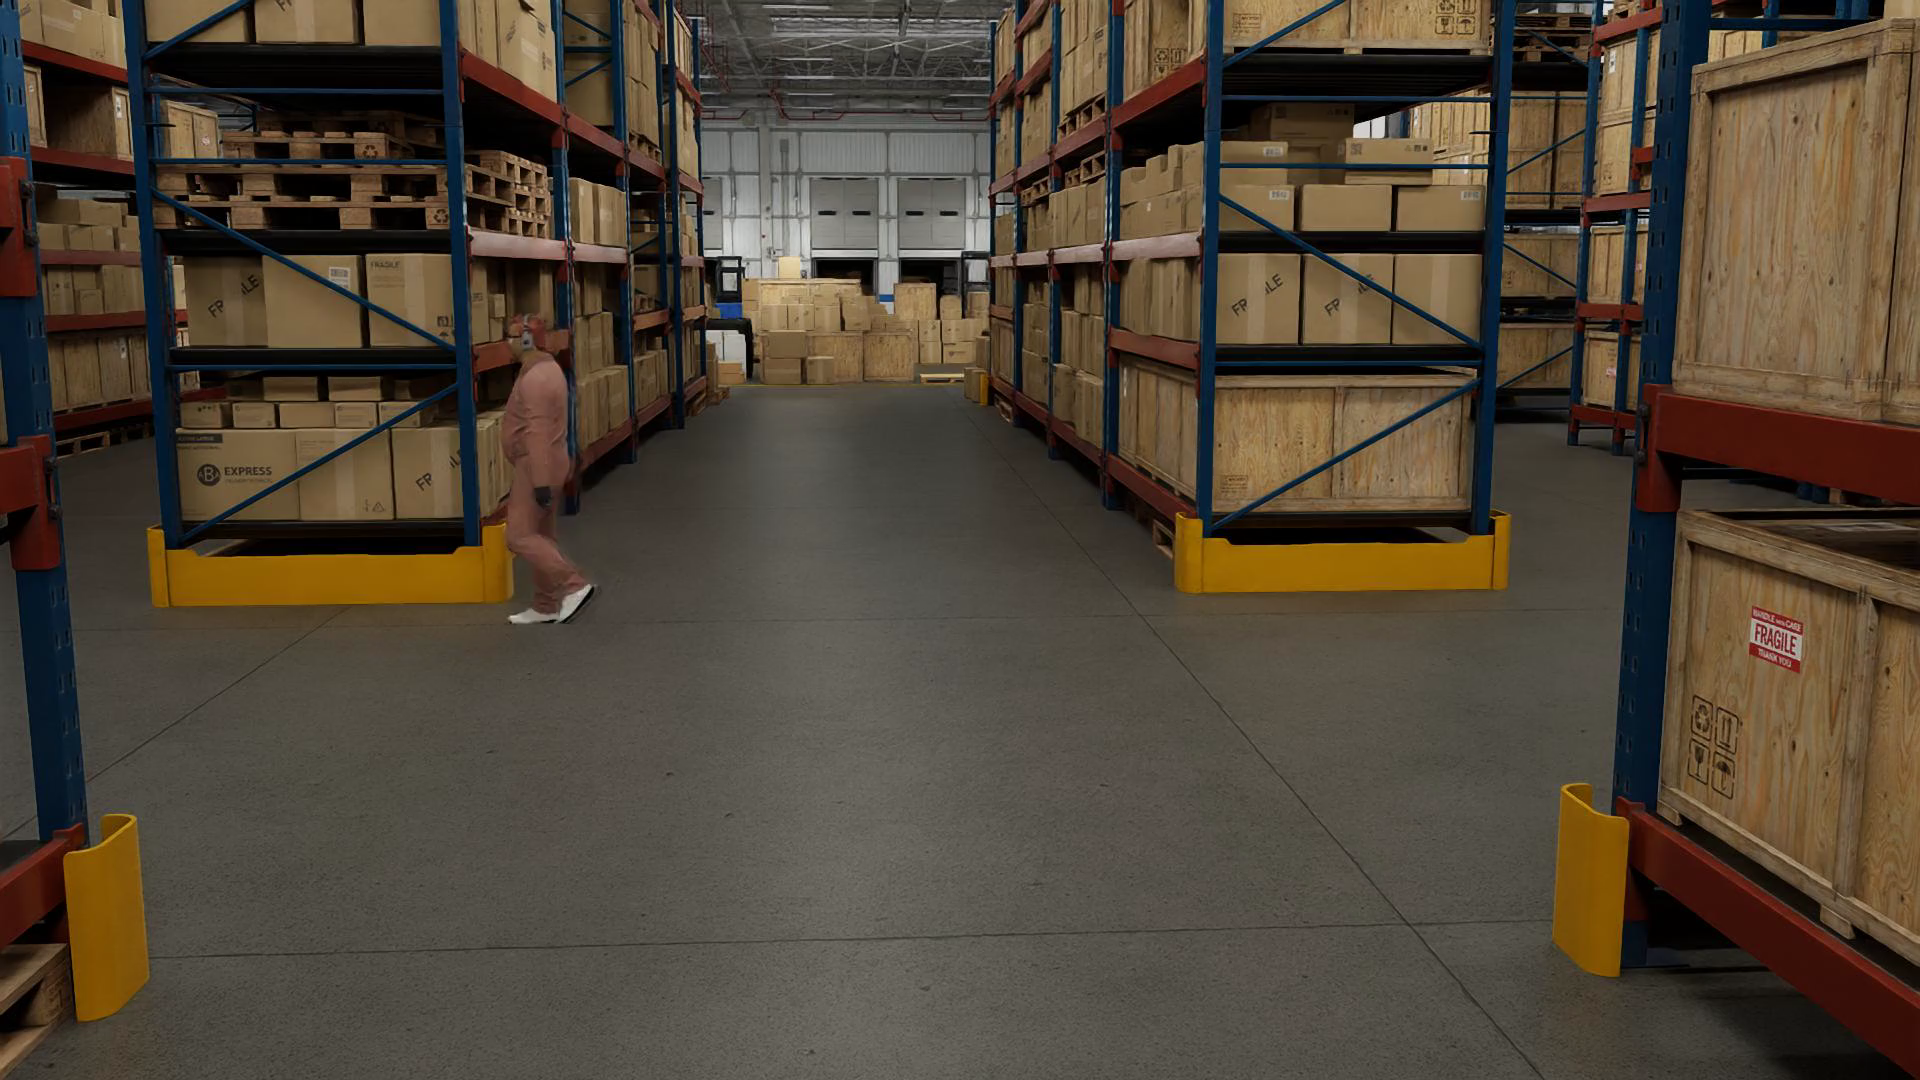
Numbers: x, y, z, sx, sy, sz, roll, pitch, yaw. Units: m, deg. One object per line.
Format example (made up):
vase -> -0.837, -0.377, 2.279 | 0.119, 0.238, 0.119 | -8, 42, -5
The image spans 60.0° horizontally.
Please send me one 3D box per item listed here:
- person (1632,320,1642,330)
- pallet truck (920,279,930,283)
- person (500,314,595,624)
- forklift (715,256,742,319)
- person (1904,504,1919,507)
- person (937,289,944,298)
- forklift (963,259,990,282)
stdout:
person -> 12.328, -3.574, 29.885 | 0.985, 1.883, 0.564 | 3, 10, 20
pallet truck -> -0.932, -8.922, 63.114 | 1.885, 1.965, 0.823 | 2, 9, 13
person -> -2.520, -0.408, 9.999 | 0.465, 1.888, 0.649 | -1, 9, -3
forklift -> -8.574, -9.187, 62.019 | 1.129, 2.768, 1.873 | -1, 9, -4
person -> 6.871, -0.608, 11.910 | 0.540, 1.681, 0.583 | -8, 12, -42
person -> -0.608, -7.172, 53.084 | 0.374, 1.682, 0.555 | 0, 9, 3
forklift -> 0.502, -7.134, 49.122 | 1.129, 2.768, 1.873 | -2, 9, -11
